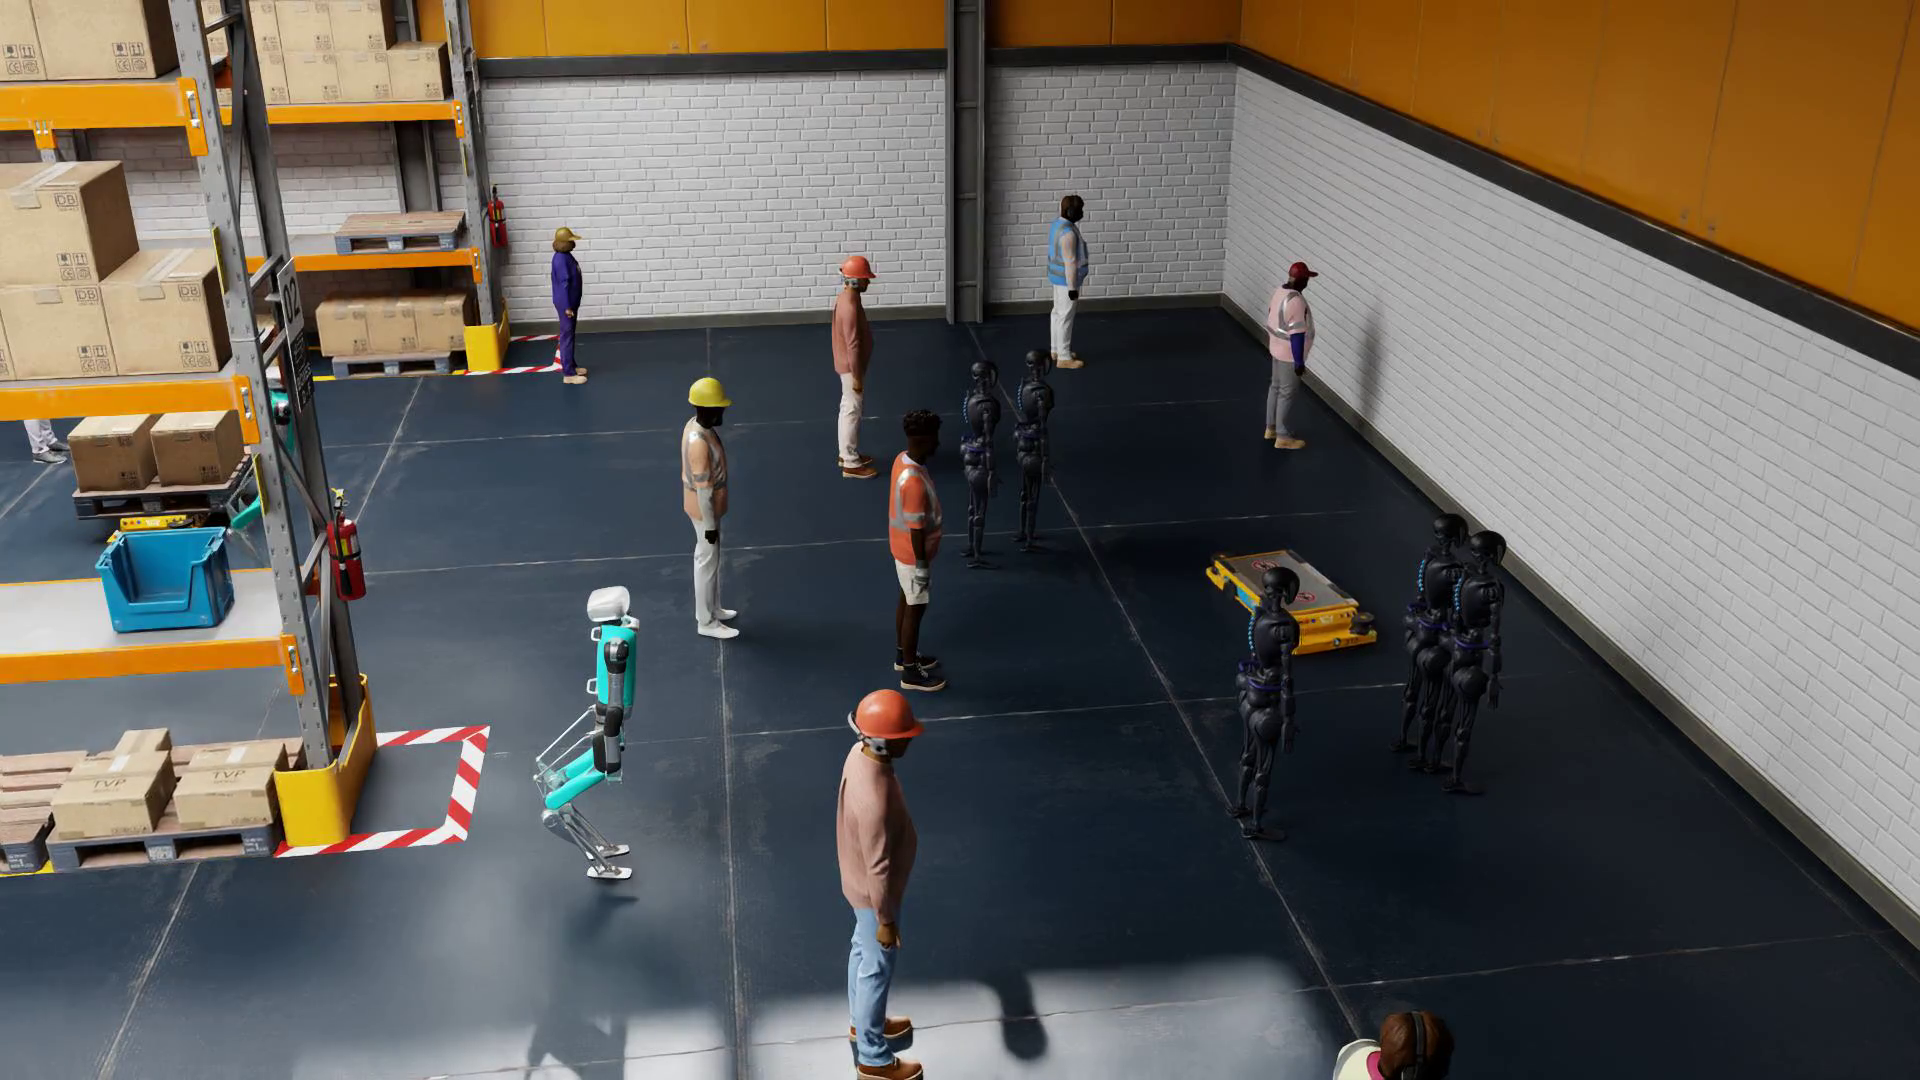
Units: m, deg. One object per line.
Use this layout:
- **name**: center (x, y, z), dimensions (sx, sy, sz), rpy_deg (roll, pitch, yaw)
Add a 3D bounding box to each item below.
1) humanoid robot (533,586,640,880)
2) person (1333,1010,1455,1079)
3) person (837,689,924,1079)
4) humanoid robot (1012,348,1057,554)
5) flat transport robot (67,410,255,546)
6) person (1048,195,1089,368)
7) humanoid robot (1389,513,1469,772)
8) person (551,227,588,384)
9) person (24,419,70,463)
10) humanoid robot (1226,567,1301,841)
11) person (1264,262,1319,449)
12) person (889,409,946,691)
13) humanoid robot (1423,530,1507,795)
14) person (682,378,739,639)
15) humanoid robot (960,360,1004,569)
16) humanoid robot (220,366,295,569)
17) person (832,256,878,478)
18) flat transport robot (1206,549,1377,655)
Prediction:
- **humanoid robot**: center (-2.056, 1.060, 8.989), dimensions (0.735, 1.677, 0.533), rpy_deg (-3, 24, -8)
- **person**: center (1.515, 2.429, 5.908), dimensions (0.429, 1.841, 0.633), rpy_deg (-4, 24, -8)
- **person**: center (-0.358, 1.578, 7.659), dimensions (0.397, 1.989, 0.622), rpy_deg (-4, 24, -8)
- **humanoid robot**: center (0.596, -0.731, 13.296), dimensions (0.315, 1.655, 0.599), rpy_deg (-3, 24, -8)
- **flat transport robot**: center (-6.648, -0.290, 14.056), dimensions (0.659, 0.231, 1.431), rpy_deg (-3, 24, -8)
- **person**: center (1.156, -2.763, 17.738), dimensions (0.429, 1.839, 0.633), rpy_deg (-4, 24, -8)
- **humanoid robot**: center (2.915, 0.605, 10.248), dimensions (0.315, 1.657, 0.599), rpy_deg (-3, 24, -8)
- **person**: center (-4.046, -2.452, 17.291), dimensions (0.350, 1.622, 0.467), rpy_deg (-4, 24, -8)
- **person**: center (-8.439, -1.668, 15.106), dimensions (0.426, 1.949, 0.499), rpy_deg (-4, 24, -8)
- **humanoid robot**: center (1.762, 0.914, 9.548), dimensions (0.315, 1.655, 0.599), rpy_deg (-3, 24, -8)
- **person**: center (3.081, -1.729, 15.491), dimensions (0.420, 1.750, 0.625), rpy_deg (-4, 24, -8)
- **person**: center (-0.289, 0.054, 11.166), dimensions (0.363, 1.961, 0.612), rpy_deg (-4, 24, -8)
- **humanoid robot**: center (3.062, 0.710, 10.009), dimensions (0.315, 1.657, 0.599), rpy_deg (-3, 24, -8)
- **person**: center (-1.777, -0.238, 11.879), dimensions (0.380, 1.924, 0.592), rpy_deg (-4, 24, -8)
- **humanoid robot**: center (0.169, -0.609, 13.017), dimensions (0.315, 1.655, 0.599), rpy_deg (-3, 24, -8)
- **humanoid robot**: center (-5.295, -0.408, 12.527), dimensions (0.806, 1.789, 0.554), rpy_deg (-9, 25, -19)
- **person**: center (-0.926, -1.543, 14.771), dimensions (0.397, 1.989, 0.622), rpy_deg (-4, 24, -8)
- **flat transport robot**: center (2.451, 0.432, 12.412), dimensions (0.659, 0.231, 1.431), rpy_deg (-8, 25, -17)
